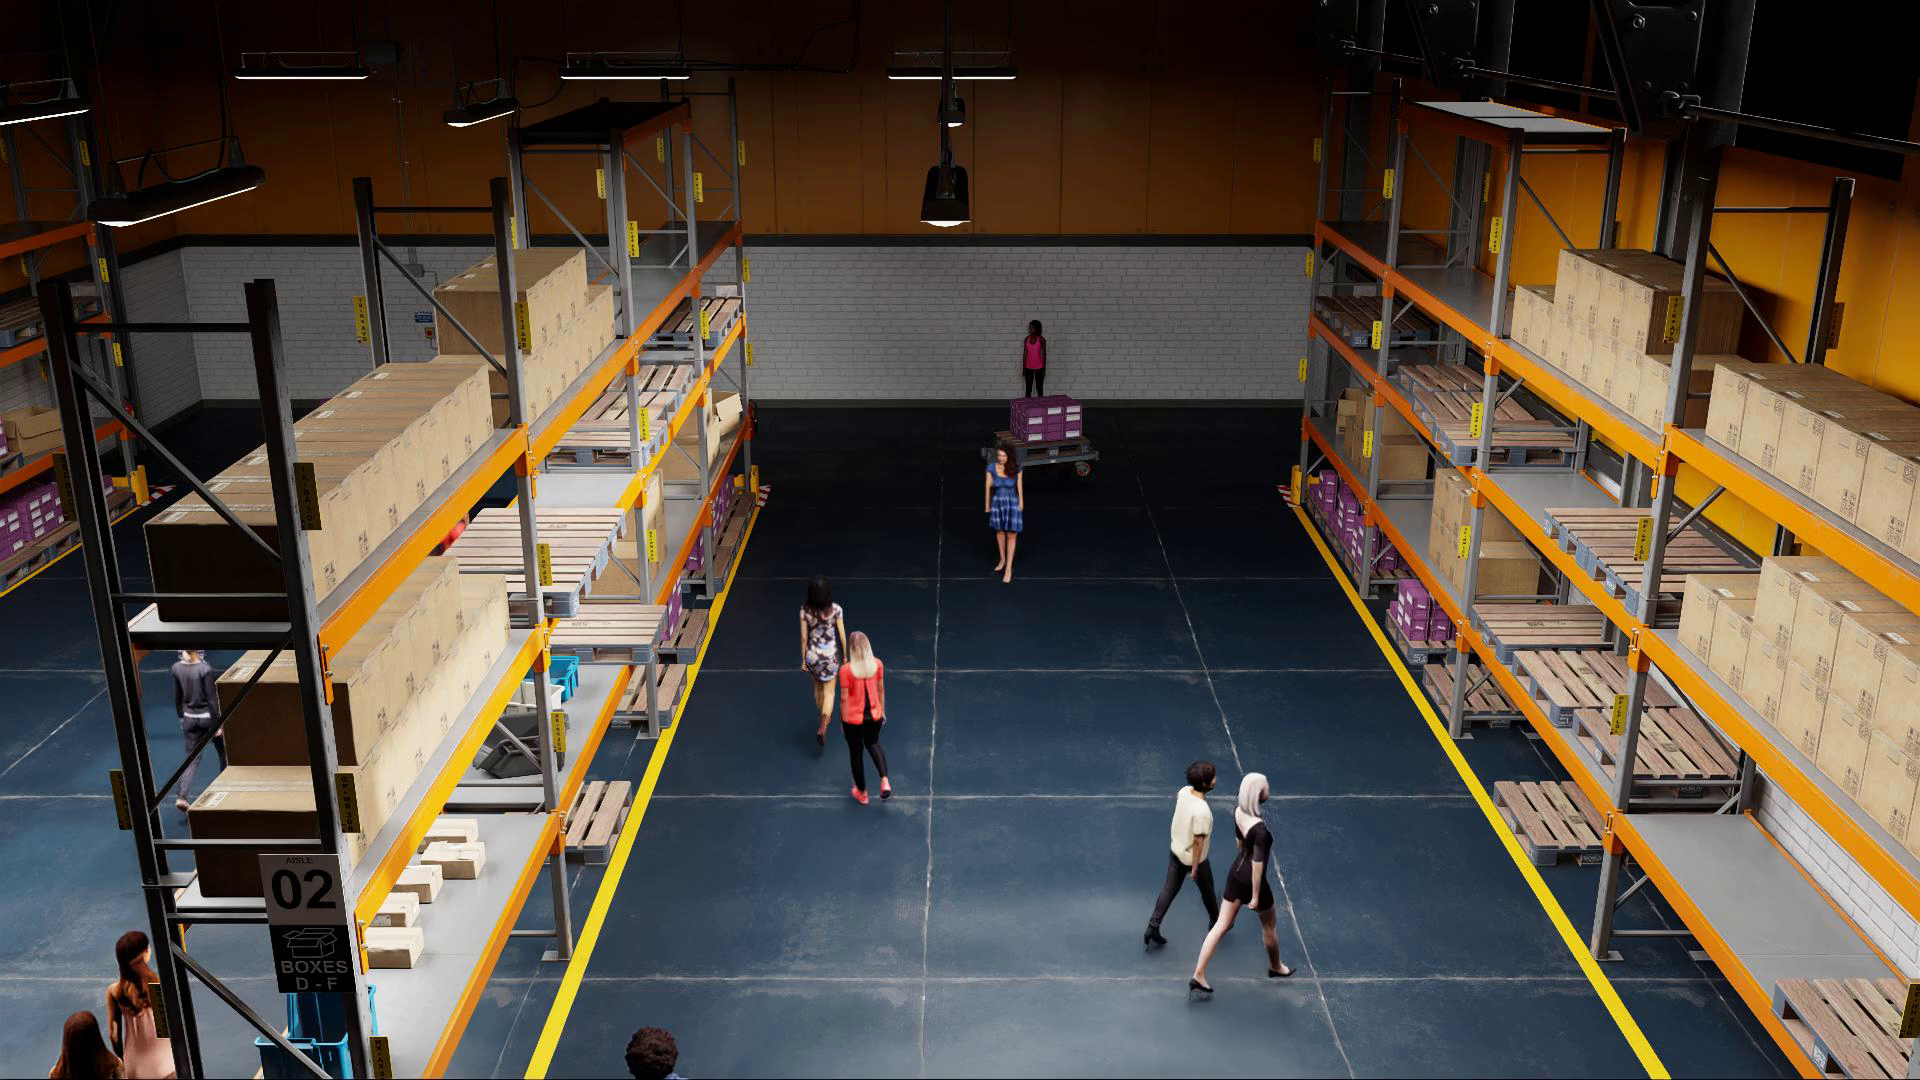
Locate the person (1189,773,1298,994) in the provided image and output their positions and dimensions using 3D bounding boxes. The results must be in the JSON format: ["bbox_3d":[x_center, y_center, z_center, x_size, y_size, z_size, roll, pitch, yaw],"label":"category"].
[{"bbox_3d":[2.035,2.573,12.278,1.022,1.786,1.170,-9,21,-25],"label":"person"}]

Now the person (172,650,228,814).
[{"bbox_3d":[-6.943,1.657,15.132,0.729,1.699,1.084,3,19,8],"label":"person"}]

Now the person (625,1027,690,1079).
[{"bbox_3d":[-1.678,3.543,9.357,0.749,1.811,0.711,-7,20,-20],"label":"person"}]

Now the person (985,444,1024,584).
[{"bbox_3d":[0.575,-0.371,21.050,0.814,1.766,1.061,6,19,17],"label":"person"}]

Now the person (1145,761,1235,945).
[{"bbox_3d":[1.722,2.482,12.933,0.943,1.539,1.046,-8,20,-22],"label":"person"}]

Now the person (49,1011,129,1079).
[{"bbox_3d":[-4.973,3.490,9.652,0.620,1.722,0.581,-5,19,-14],"label":"person"}]

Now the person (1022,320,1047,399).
[{"bbox_3d":[1.300,-2.978,28.855,0.634,1.725,0.637,6,19,17],"label":"person"}]

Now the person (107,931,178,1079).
[{"bbox_3d":[-4.966,3.236,10.237,0.637,1.831,0.582,-4,19,-11],"label":"person"}]

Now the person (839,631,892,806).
[{"bbox_3d":[-0.856,1.666,15.133,0.807,1.682,0.911,-9,21,-25],"label":"person"}]

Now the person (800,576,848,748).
[{"bbox_3d":[-1.373,1.215,16.433,0.637,1.707,1.054,1,19,3],"label":"person"}]
